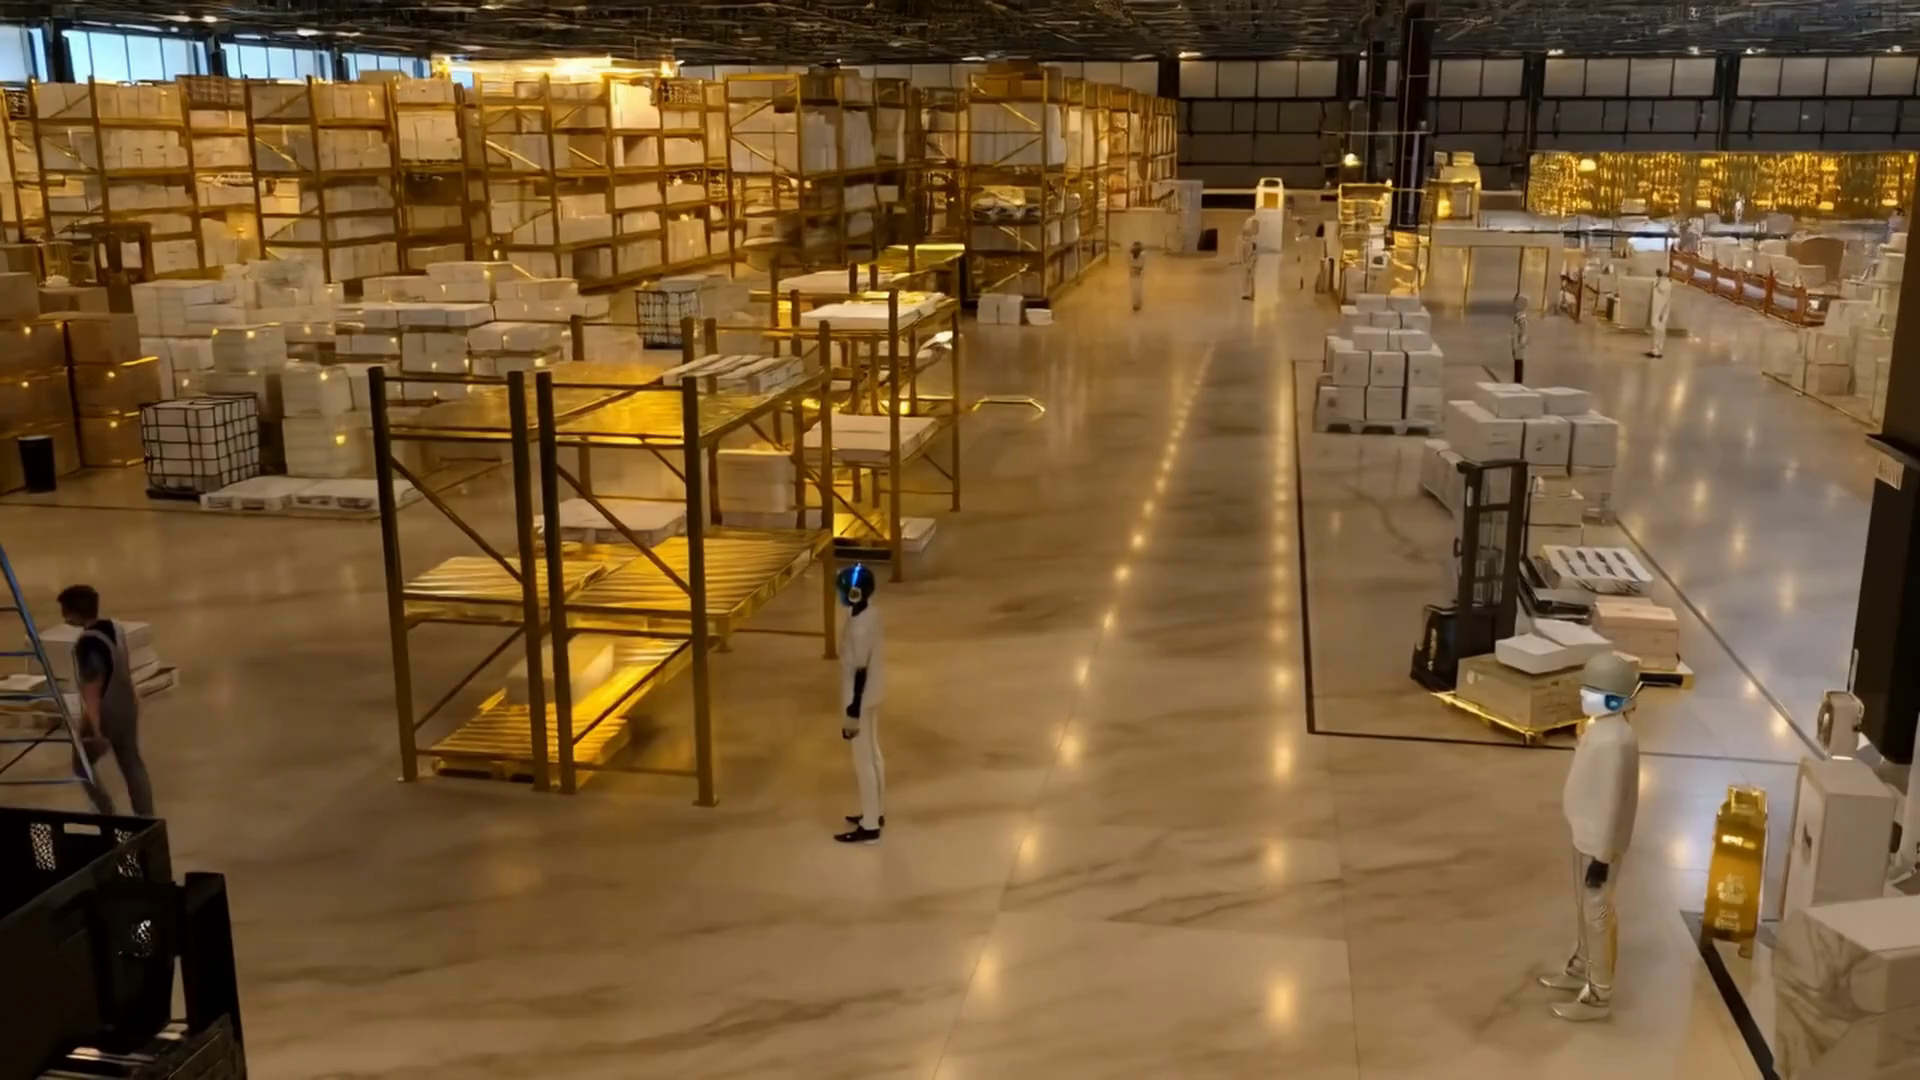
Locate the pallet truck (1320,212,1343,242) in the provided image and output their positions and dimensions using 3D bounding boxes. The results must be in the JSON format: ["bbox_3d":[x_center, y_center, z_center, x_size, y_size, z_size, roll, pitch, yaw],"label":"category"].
[{"bbox_3d":[15.874,-13.227,70.310,0.680,1.201,1.601,10,17,35],"label":"pallet truck"}]

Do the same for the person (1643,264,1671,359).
[{"bbox_3d":[14.406,-4.710,34.263,0.370,1.940,0.631,3,14,10],"label":"person"}]

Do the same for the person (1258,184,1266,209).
[{"bbox_3d":[15.651,-17.487,86.197,0.408,1.913,0.644,3,14,10],"label":"person"}]

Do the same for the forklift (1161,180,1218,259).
[{"bbox_3d":[8.471,-11.738,60.860,1.873,2.768,1.129,-9,16,-32],"label":"forklift"}]

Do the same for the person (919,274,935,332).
[{"bbox_3d":[-0.709,-4.945,35.220,0.436,1.956,0.632,3,14,13],"label":"person"}]

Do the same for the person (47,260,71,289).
[{"bbox_3d":[-18.645,-4.789,34.469,0.381,1.994,0.614,3,14,10],"label":"person"}]

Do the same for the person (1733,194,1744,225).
[{"bbox_3d":[33.962,-14.144,72.634,0.408,1.908,0.644,3,14,10],"label":"person"}]

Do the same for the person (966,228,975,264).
[{"bbox_3d":[0.352,-9.912,55.908,0.324,1.689,0.574,4,14,14],"label":"person"}]

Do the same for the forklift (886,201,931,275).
[{"bbox_3d":[-1.443,-7.473,43.544,1.129,2.768,1.873,3,14,10],"label":"forklift"}]

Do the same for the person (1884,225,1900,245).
[{"bbox_3d":[28.179,-8.641,50.472,0.918,1.820,0.544,11,18,38],"label":"person"}]

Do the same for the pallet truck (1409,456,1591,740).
[{"bbox_3d":[4.504,0.400,13.395,0.823,1.965,1.885,-6,15,-23],"label":"pallet truck"}]

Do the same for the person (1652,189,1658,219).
[{"bbox_3d":[33.689,-16.108,80.725,0.387,1.849,0.566,3,14,10],"label":"person"}]

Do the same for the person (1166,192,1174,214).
[{"bbox_3d":[9.653,-15.066,76.518,0.404,1.837,0.593,3,14,10],"label":"person"}]

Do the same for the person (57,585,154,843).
[{"bbox_3d":[-5.518,1.148,10.728,0.535,1.817,0.548,2,14,7],"label":"person"}]

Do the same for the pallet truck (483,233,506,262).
[{"bbox_3d":[-11.832,-7.026,43.548,1.885,1.965,0.823,8,16,28],"label":"pallet truck"}]

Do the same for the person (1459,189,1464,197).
[{"bbox_3d":[25.181,-16.779,83.679,0.399,1.733,0.586,-6,15,-24],"label":"person"}]

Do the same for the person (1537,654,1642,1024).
[{"bbox_3d":[3.330,1.552,8.721,0.374,1.997,0.614,3,14,10],"label":"person"}]

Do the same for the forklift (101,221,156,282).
[{"bbox_3d":[-16.772,-5.071,33.793,1.129,2.768,1.873,3,14,10],"label":"forklift"}]

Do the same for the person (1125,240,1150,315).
[{"bbox_3d":[4.501,-6.657,42.245,0.624,1.896,0.448,6,15,23],"label":"person"}]

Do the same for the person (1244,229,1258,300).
[{"bbox_3d":[8.072,-7.614,46.048,0.351,1.942,0.547,3,14,10],"label":"person"}]

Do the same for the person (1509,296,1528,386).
[{"bbox_3d":[10.096,-3.559,30.091,0.318,1.696,0.537,3,14,10],"label":"person"}]

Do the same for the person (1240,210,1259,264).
[{"bbox_3d":[10.229,-10.674,58.638,0.620,1.858,1.057,10,17,36],"label":"person"}]

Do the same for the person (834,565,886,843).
[{"bbox_3d":[-0.659,1.073,10.926,0.326,1.871,0.520,3,14,10],"label":"person"}]

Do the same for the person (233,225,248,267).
[{"bbox_3d":[-21.416,-8.448,49.607,0.448,1.863,0.761,-3,14,-12],"label":"person"}]

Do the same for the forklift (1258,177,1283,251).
[{"bbox_3d":[12.083,-12.747,64.956,1.129,2.768,1.873,3,14,10],"label":"forklift"}]
